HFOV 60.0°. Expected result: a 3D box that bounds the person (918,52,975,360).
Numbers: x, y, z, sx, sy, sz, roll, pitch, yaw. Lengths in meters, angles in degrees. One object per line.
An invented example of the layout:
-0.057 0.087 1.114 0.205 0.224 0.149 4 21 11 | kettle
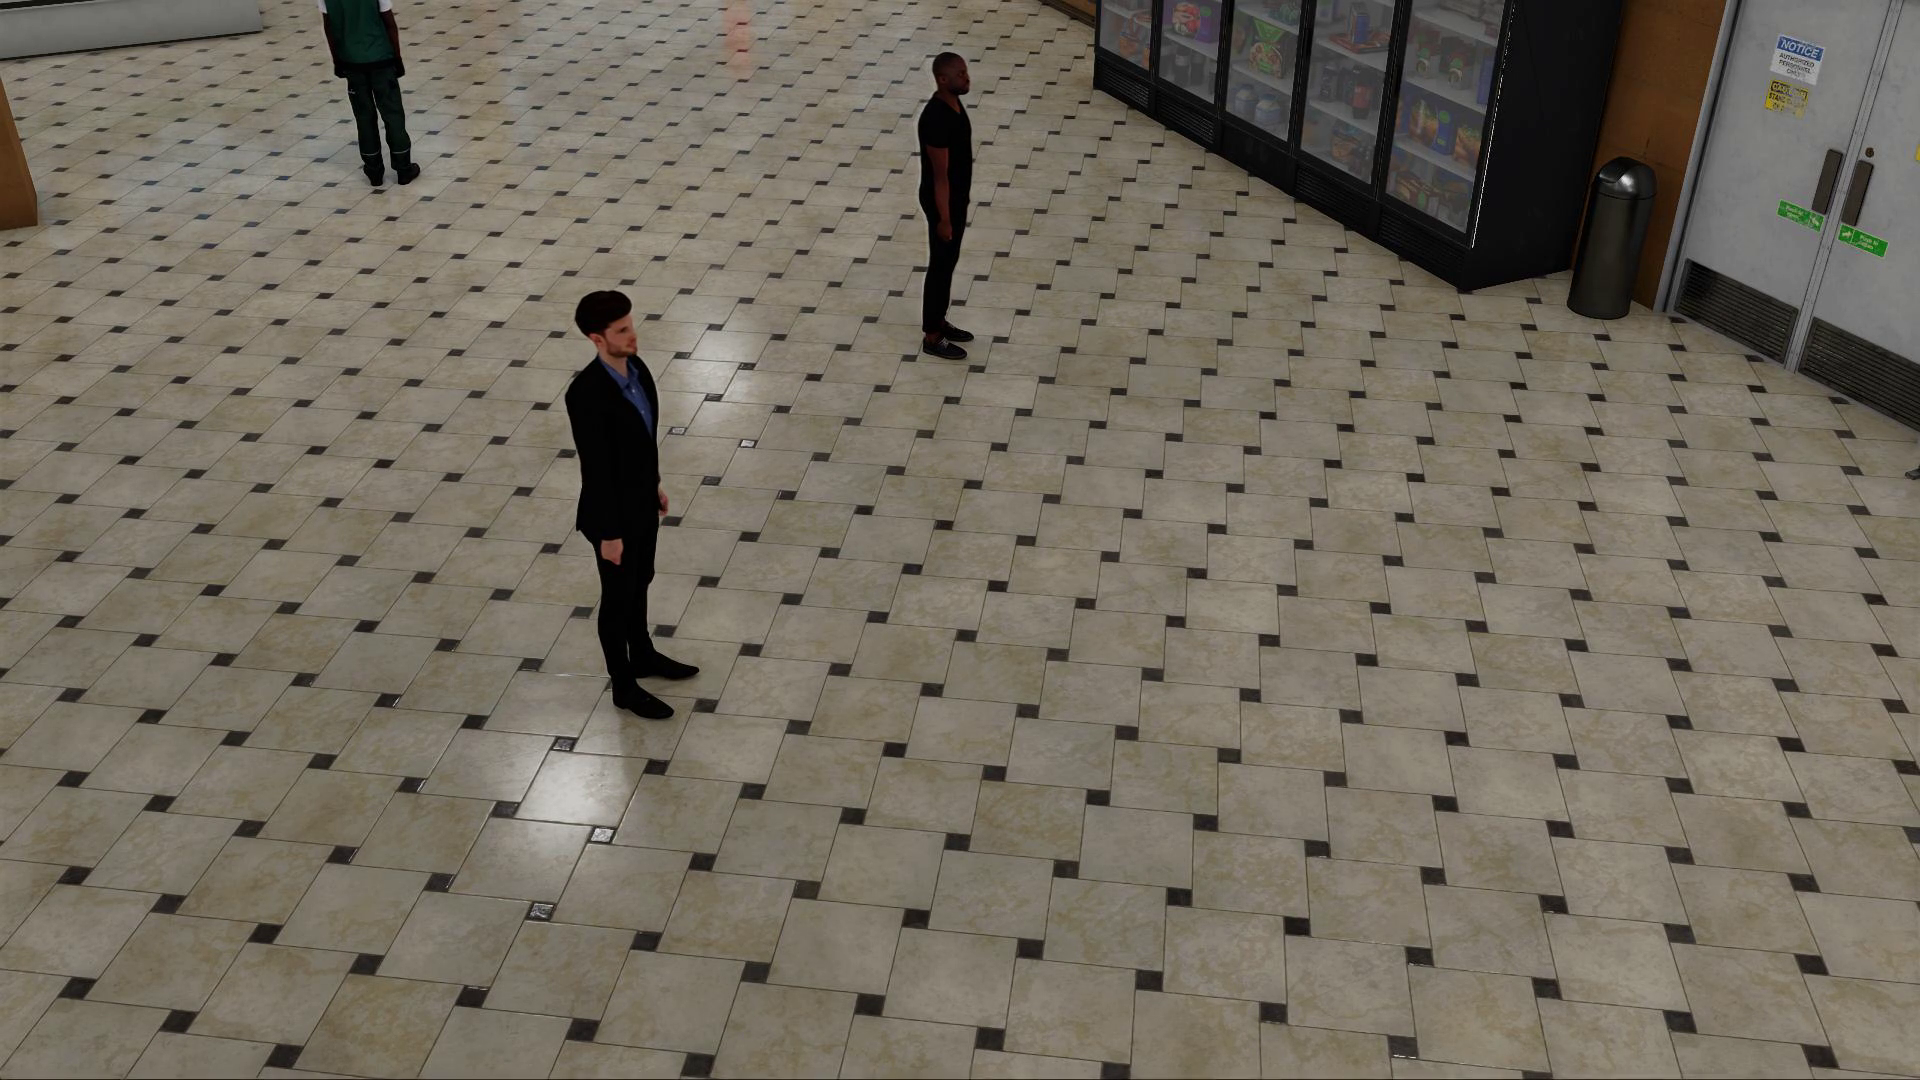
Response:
-0.087 -1.984 9.861 0.758 1.819 0.743 6 32 9 | person

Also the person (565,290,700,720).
-1.391 -0.152 6.845 0.828 1.894 0.791 8 33 12 | person

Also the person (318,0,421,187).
-4.399 -3.553 12.362 0.663 1.840 0.817 -4 32 -6 | person
